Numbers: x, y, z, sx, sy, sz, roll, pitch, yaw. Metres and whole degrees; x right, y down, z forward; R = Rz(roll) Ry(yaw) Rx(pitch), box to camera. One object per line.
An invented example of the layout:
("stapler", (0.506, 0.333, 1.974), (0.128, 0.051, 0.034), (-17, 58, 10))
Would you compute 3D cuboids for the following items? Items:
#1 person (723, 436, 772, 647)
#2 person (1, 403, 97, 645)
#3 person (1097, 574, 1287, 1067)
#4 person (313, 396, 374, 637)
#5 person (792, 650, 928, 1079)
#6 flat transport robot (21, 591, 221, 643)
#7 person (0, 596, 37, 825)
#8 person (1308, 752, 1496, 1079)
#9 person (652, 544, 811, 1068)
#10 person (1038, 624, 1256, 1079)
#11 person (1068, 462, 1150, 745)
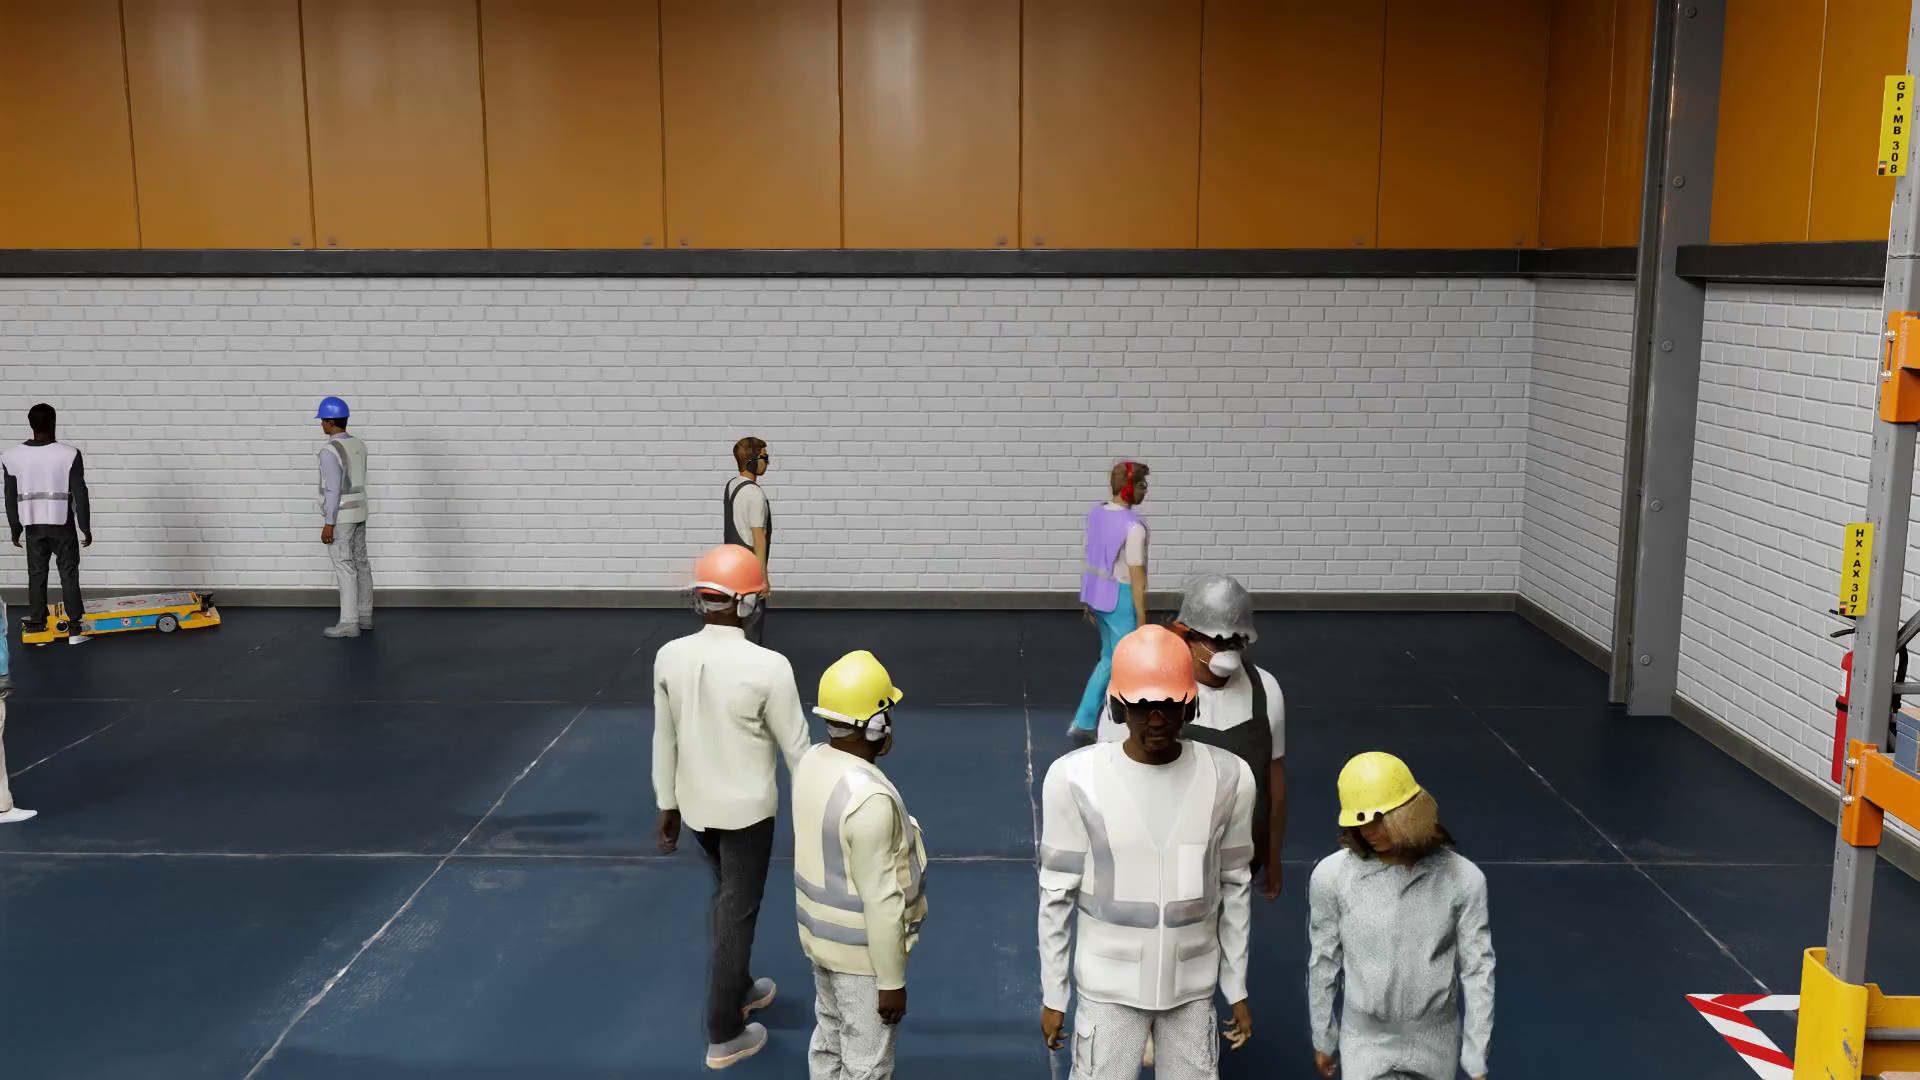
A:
("person", (-1.442, 0.212, 11.388), (0.347, 1.846, 0.505), (-6, 11, -32))
("person", (-7.192, -0.117, 13.139), (0.600, 1.917, 0.376), (-2, 10, -10))
("person", (0.810, 1.027, 5.920), (0.685, 2.000, 1.026), (-4, 10, -23))
("person", (-5.003, -0.190, 13.484), (0.397, 1.946, 0.617), (1, 10, 6))
("person", (-0.304, 1.248, 5.205), (0.404, 1.837, 0.596), (-5, 11, -26))
("flat transport robot", (-6.888, 0.618, 13.662), (1.431, 0.197, 0.652), (-5, 11, -28))
("person", (-5.291, 0.724, 8.942), (0.512, 1.638, 0.312), (5, 11, 27))
("person", (1.217, 1.425, 4.587), (0.484, 1.687, 0.768), (0, 9, 0))
("person", (-0.787, 0.984, 6.390), (0.627, 1.972, 0.728), (6, 11, 32))
("person", (0.528, 1.236, 4.663), (0.615, 2.043, 0.373), (-1, 10, -6))
("person", (0.943, 0.431, 10.197), (0.448, 1.828, 0.650), (-4, 10, -22))
